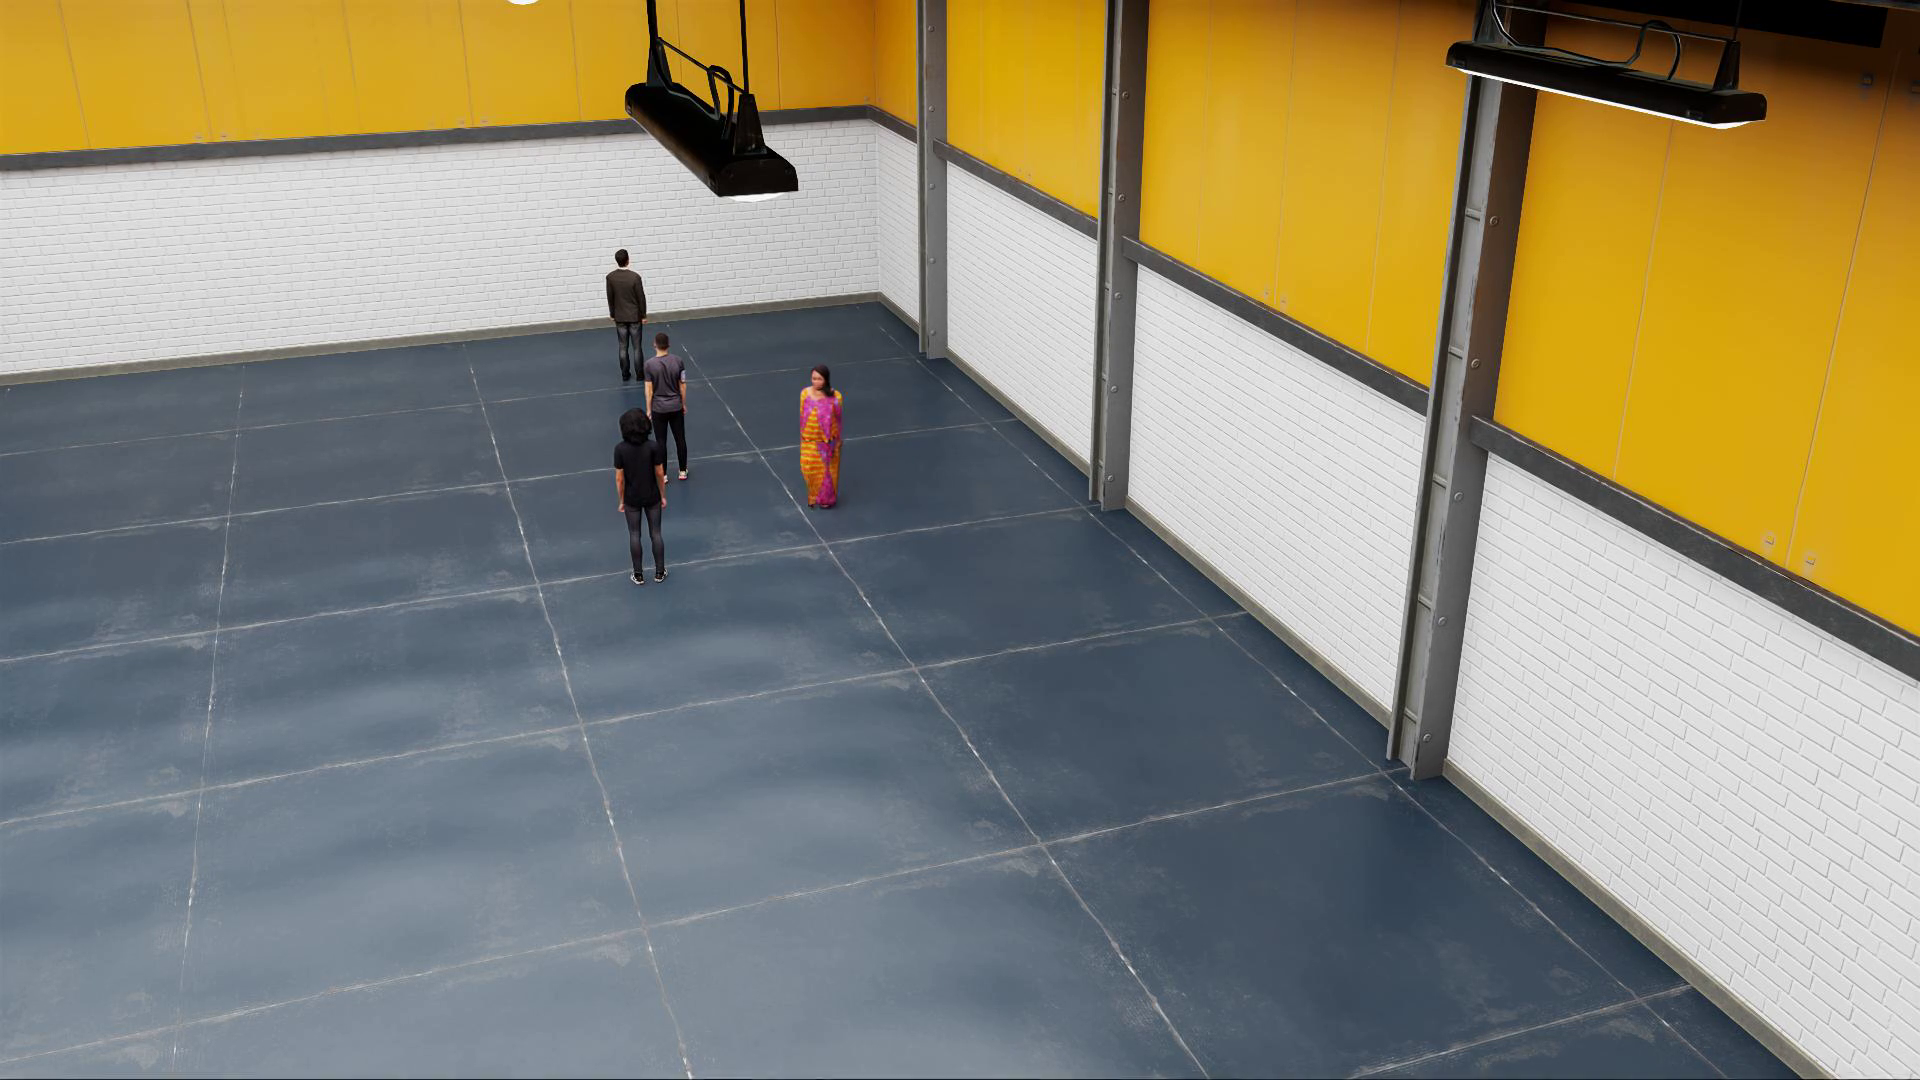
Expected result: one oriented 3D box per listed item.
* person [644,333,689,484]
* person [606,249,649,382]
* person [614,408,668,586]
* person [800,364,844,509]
[{"bbox_3d":[-3.362,-1.520,19.071,0.644,1.765,0.558,-10,26,-22],"label":"person"},{"bbox_3d":[-4.497,-3.051,22.523,0.747,1.805,0.713,3,24,6],"label":"person"},{"bbox_3d":[-3.161,-0.440,16.511,0.657,1.836,0.570,-5,24,-11],"label":"person"},{"bbox_3d":[-1.516,-1.171,18.401,0.814,1.663,0.876,4,24,8],"label":"person"}]
